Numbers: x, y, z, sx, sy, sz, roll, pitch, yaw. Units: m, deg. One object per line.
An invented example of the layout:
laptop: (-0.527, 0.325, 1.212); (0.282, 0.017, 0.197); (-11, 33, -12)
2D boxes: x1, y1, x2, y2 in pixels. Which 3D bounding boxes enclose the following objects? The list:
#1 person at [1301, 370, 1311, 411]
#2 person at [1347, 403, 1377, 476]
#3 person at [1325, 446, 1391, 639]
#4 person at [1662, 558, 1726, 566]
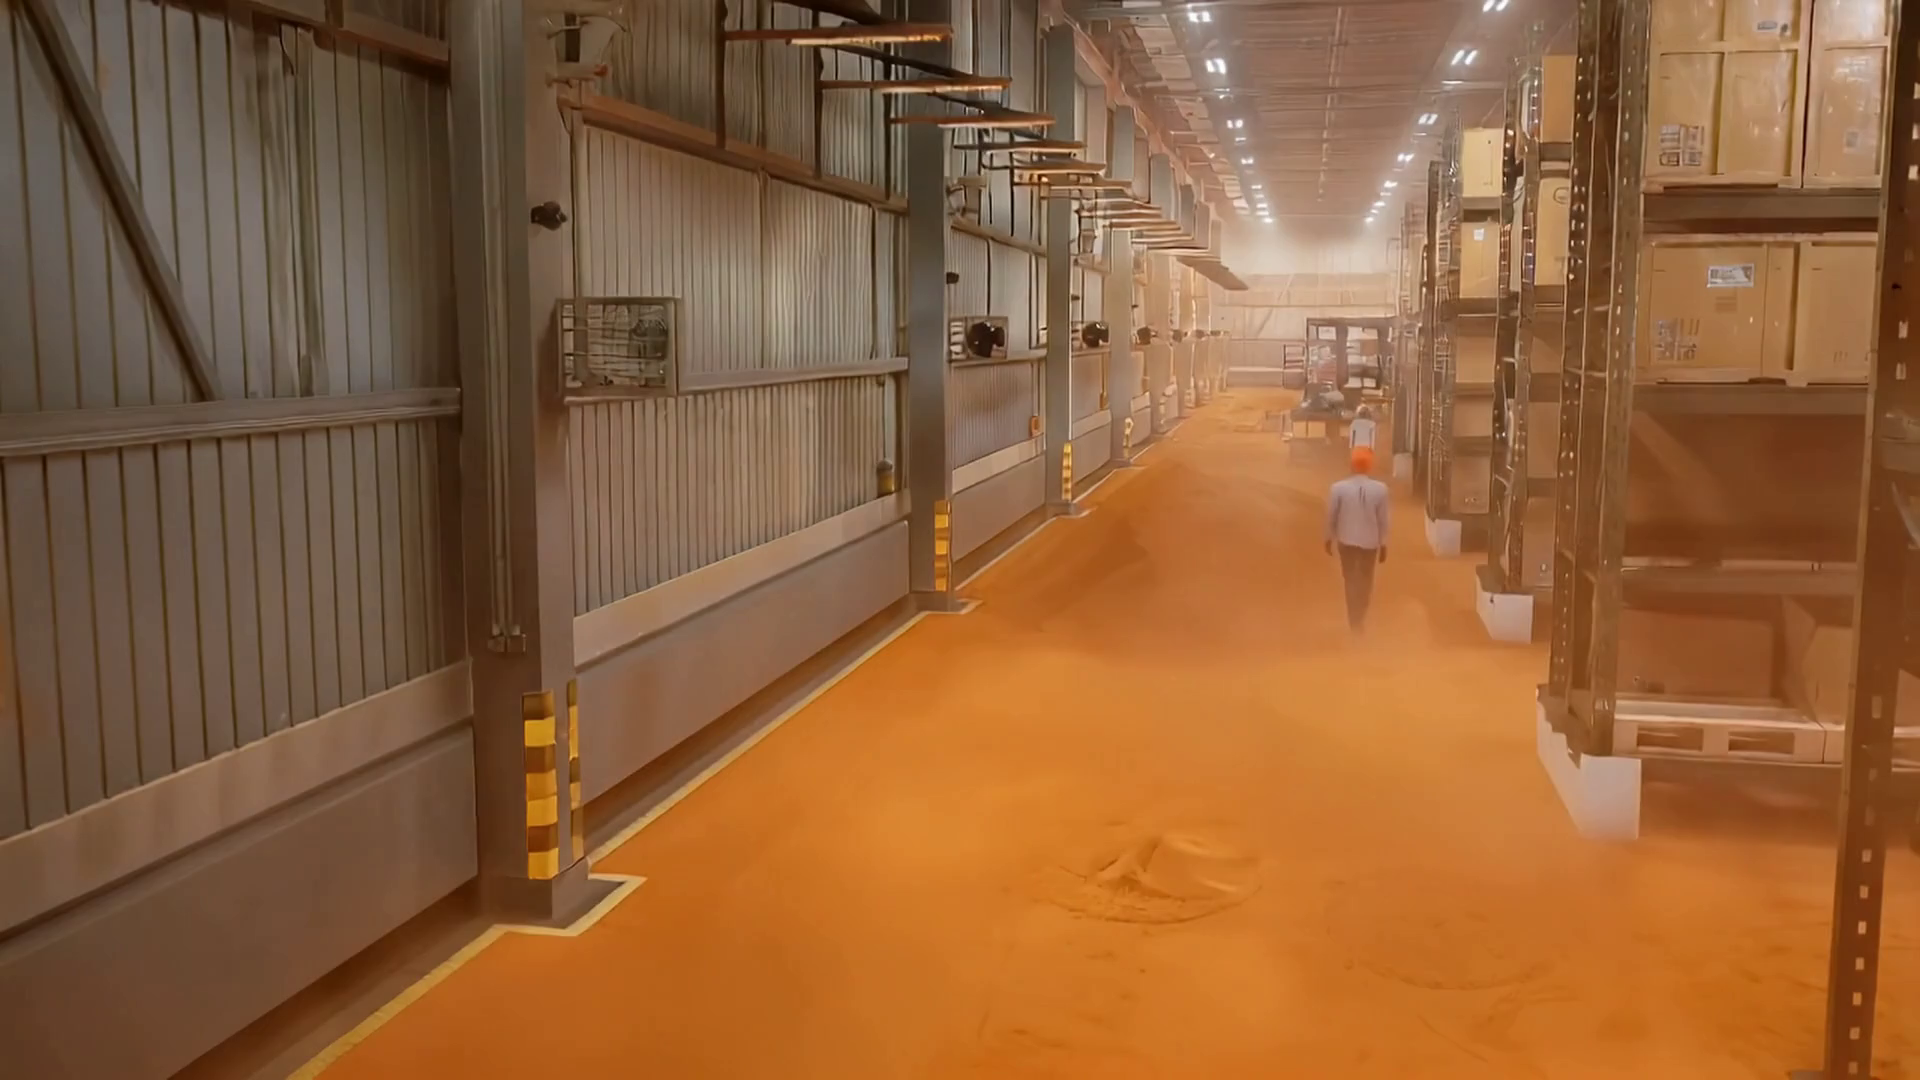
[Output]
person: (12.095, -5.012, 57.770); (0.546, 1.804, 0.580); (5, 9, 36)
person: (7.721, -1.764, 31.996); (0.546, 1.740, 0.719); (1, 7, 7)
person: (4.063, 0.020, 16.994); (0.615, 1.947, 1.018); (0, 7, 2)
person: (6.711, 0.332, 15.062); (0.959, 1.794, 0.632); (0, 7, -2)
